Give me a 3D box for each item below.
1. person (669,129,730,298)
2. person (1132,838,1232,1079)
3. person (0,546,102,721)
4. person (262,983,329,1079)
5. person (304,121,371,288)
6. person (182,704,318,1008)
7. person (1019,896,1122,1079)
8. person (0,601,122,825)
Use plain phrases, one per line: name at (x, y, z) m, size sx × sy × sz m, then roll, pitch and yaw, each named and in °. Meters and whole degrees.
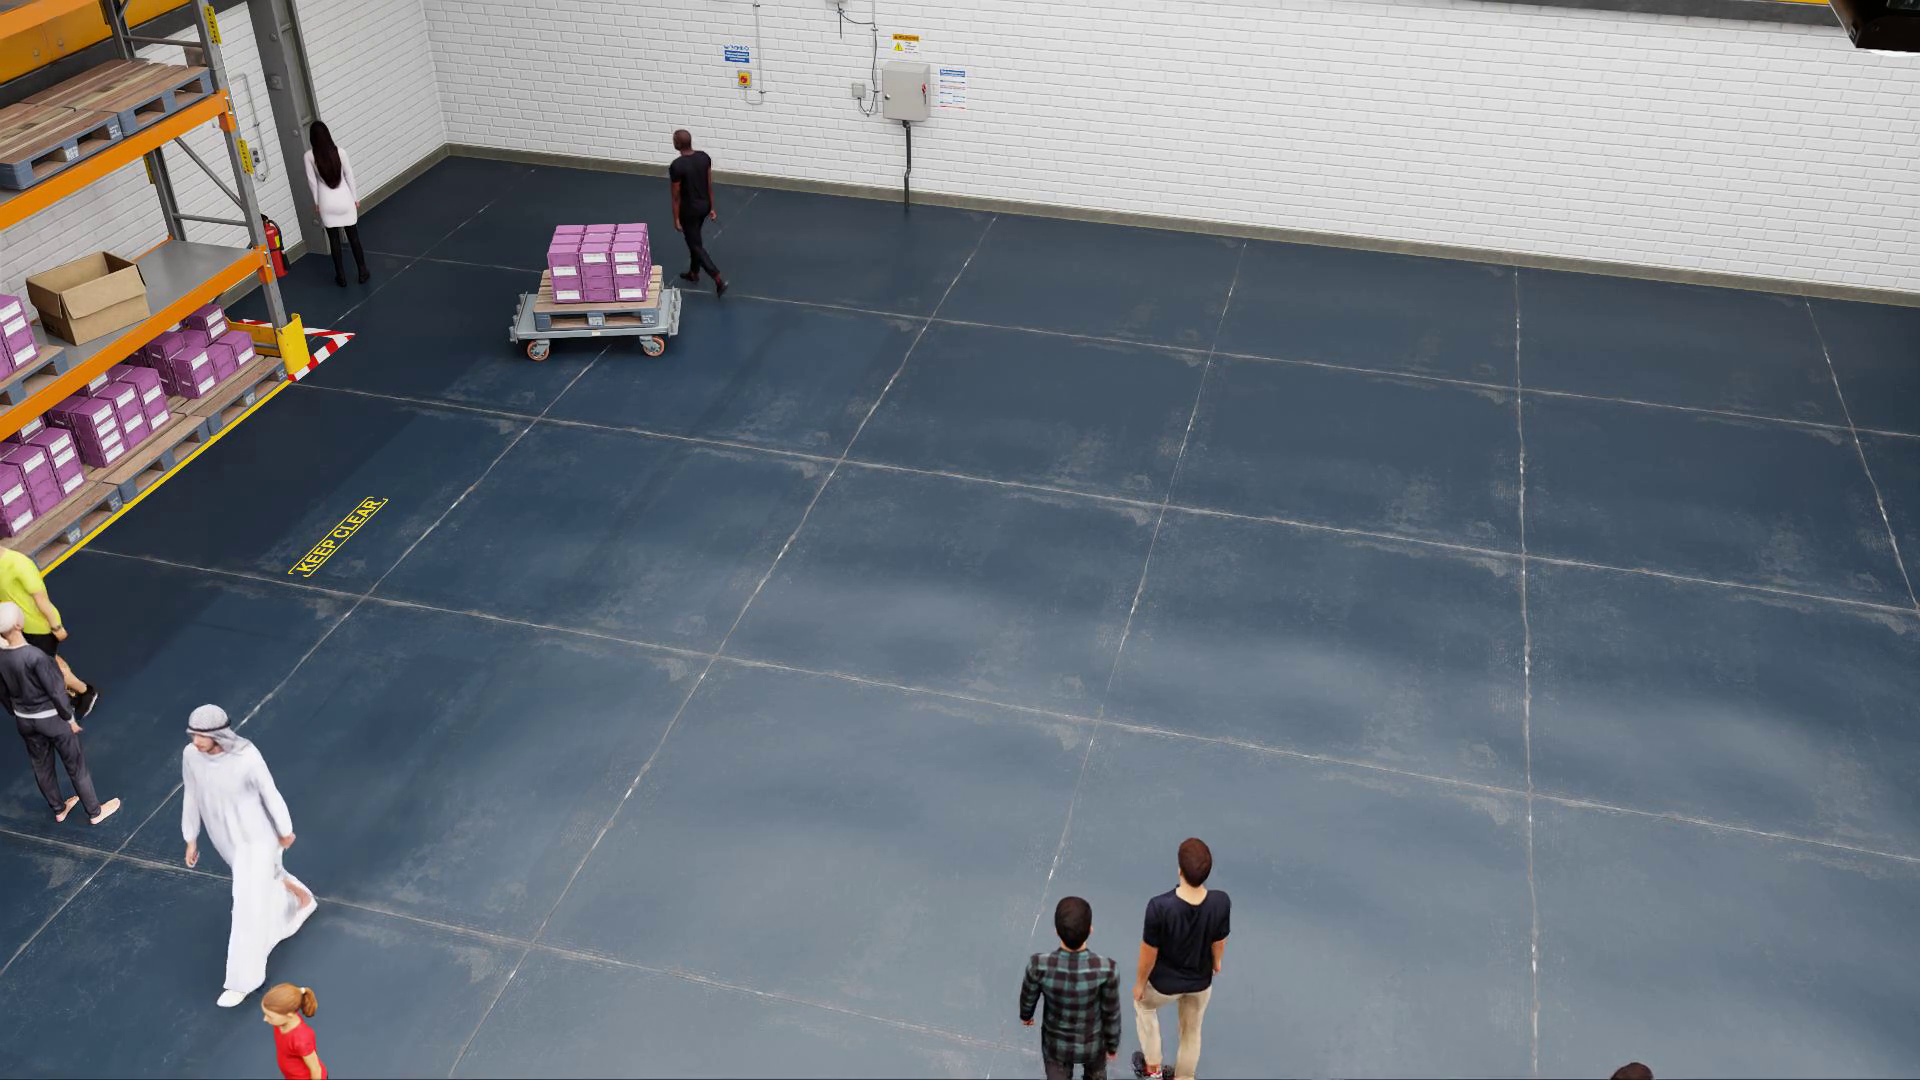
person at (-2.747, -3.392, 17.451) m, size 1.193 × 1.784 × 1.089 m, roll -29°, pitch 43°, yaw -36°
person at (1.179, 2.359, 8.743) m, size 0.770 × 1.847 × 0.770 m, roll -6°, pitch 34°, yaw -8°
person at (-6.429, 0.517, 11.665) m, size 0.747 × 1.680 × 0.758 m, roll 16°, pitch 37°, yaw 22°
person at (-3.373, 2.772, 8.607) m, size 0.571 × 1.310 × 0.606 m, roll 28°, pitch 43°, yaw 35°
person at (-6.658, -3.581, 17.715) m, size 0.694 × 1.808 × 0.719 m, roll -12°, pitch 35°, yaw -17°
person at (-4.137, 1.672, 9.745) m, size 0.738 × 1.882 × 1.223 m, roll 11°, pitch 35°, yaw 17°
person at (0.586, 2.552, 8.448) m, size 0.796 × 1.701 × 0.937 m, roll 2°, pitch 34°, yaw 4°
person at (-5.915, 1.118, 10.719) m, size 0.615 × 1.725 × 0.539 m, roll 6°, pitch 34°, yaw 9°
